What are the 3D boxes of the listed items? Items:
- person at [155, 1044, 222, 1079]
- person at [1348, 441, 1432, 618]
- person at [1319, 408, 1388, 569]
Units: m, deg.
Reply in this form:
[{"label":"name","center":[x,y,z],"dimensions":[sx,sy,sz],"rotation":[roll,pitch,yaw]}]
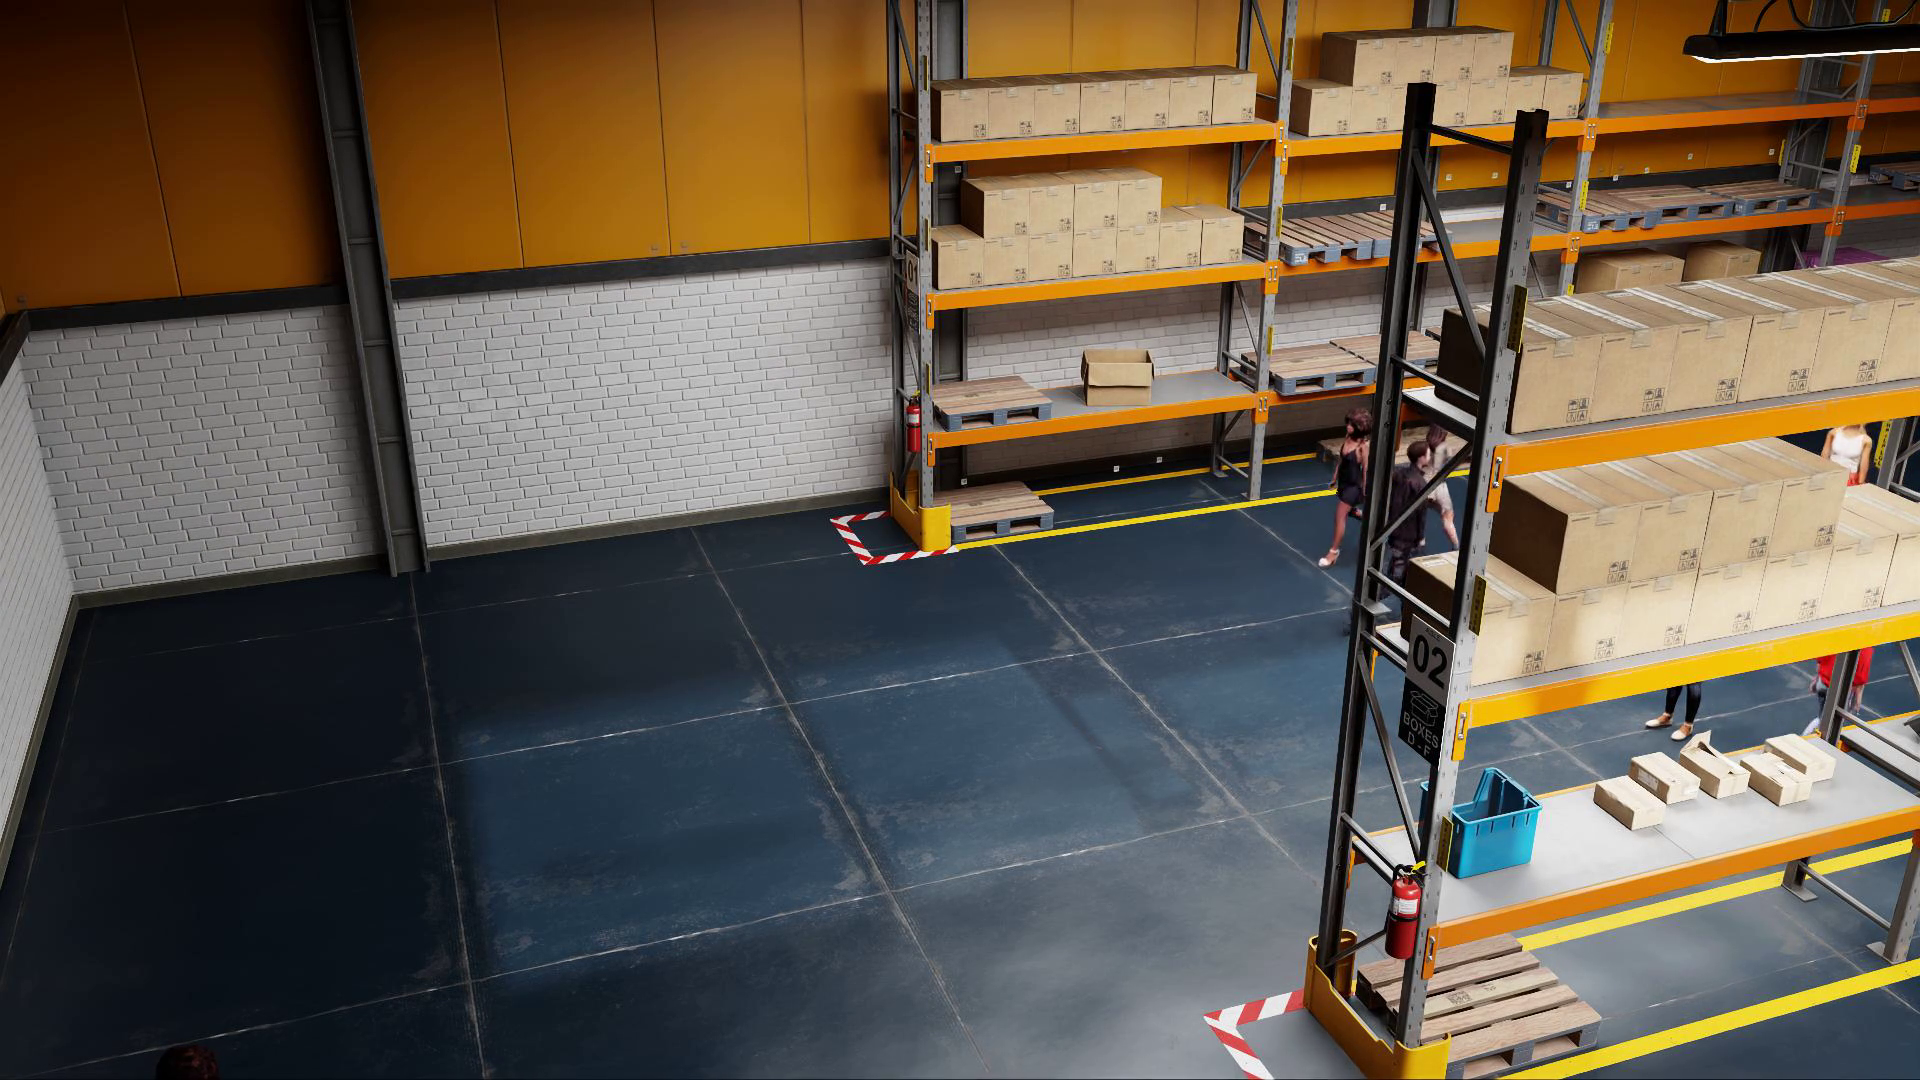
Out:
[{"label":"person","center":[-3.836,3.292,8.533],"dimensions":[0.605,1.702,0.755],"rotation":[-19,30,-37]},{"label":"person","center":[4.169,-0.010,15.869],"dimensions":[1.240,1.876,0.808],"rotation":[-4,24,-10]},{"label":"person","center":[4.138,-0.542,17.242],"dimensions":[1.085,1.751,0.616],"rotation":[-7,24,-15]}]
